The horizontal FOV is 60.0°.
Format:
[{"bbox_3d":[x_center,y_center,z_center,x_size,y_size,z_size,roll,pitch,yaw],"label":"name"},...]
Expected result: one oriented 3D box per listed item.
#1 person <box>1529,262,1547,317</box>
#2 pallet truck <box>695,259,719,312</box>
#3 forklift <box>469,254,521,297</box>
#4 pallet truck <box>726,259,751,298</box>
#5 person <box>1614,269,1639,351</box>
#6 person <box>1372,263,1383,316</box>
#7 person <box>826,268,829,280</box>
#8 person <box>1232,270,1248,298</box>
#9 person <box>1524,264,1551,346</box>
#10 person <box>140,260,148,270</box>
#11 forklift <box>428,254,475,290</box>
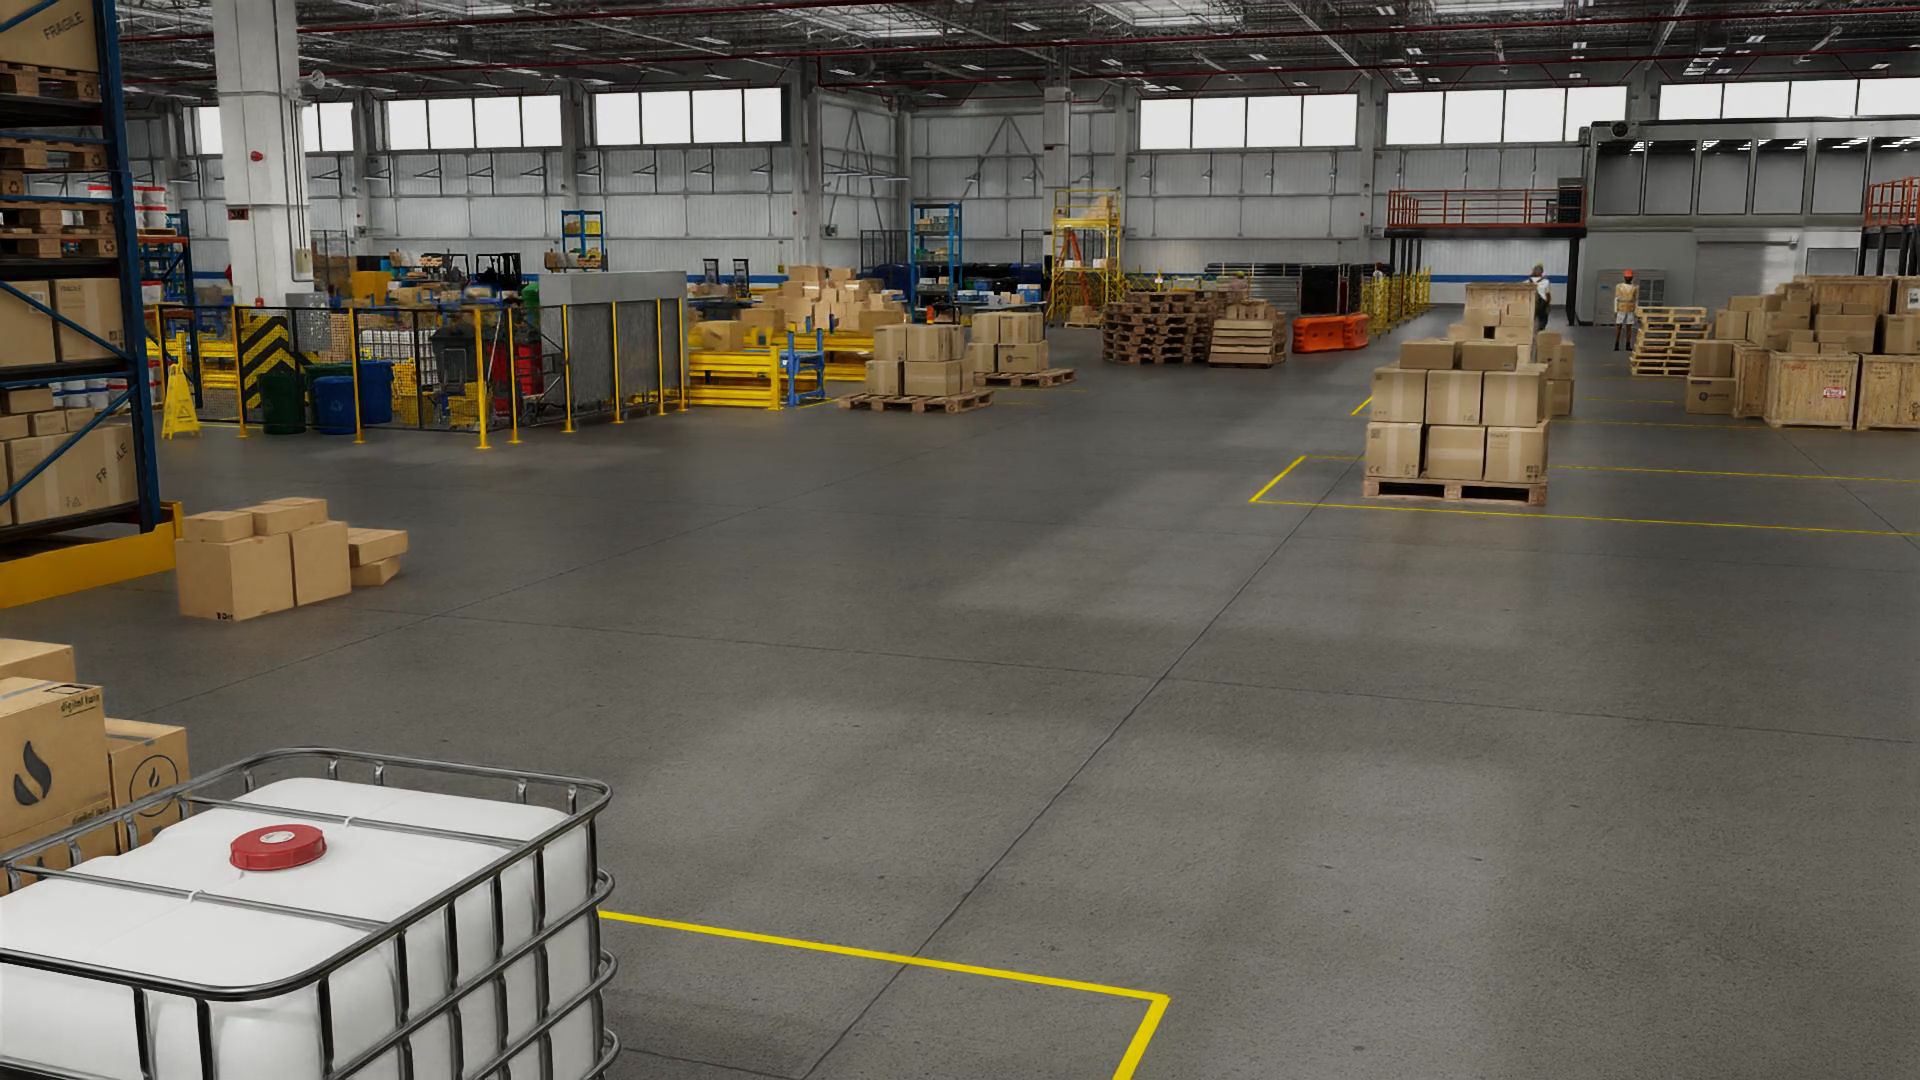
[{"bbox_3d":[19.660,-8.499,56.667,0.602,1.914,0.467,3,10,15],"label":"person"},{"bbox_3d":[-9.165,-9.627,62.776,0.823,1.965,1.885,4,11,23],"label":"pallet truck"},{"bbox_3d":[-17.990,-10.121,64.684,1.157,1.987,2.680,3,11,17],"label":"forklift"},{"bbox_3d":[-7.986,-9.493,62.019,0.823,1.965,1.885,3,11,17],"label":"pallet truck"},{"bbox_3d":[15.783,-5.447,39.405,0.545,1.938,0.358,2,10,12],"label":"person"},{"bbox_3d":[14.673,-8.785,58.361,0.355,1.882,0.576,-3,11,-17],"label":"person"},{"bbox_3d":[-3.972,-7.204,49.630,0.935,1.832,0.516,-5,11,-28],"label":"person"},{"bbox_3d":[8.348,-7.193,49.780,0.528,1.753,0.550,7,12,34],"label":"person"},{"bbox_3d":[14.351,-5.840,41.328,0.705,2.000,0.690,8,13,37],"label":"person"},{"bbox_3d":[-33.650,-10.638,68.524,0.634,1.976,0.535,-10,14,-44],"label":"person"},{"bbox_3d":[-20.133,-10.254,65.465,1.157,1.987,2.680,3,11,19],"label":"forklift"}]
